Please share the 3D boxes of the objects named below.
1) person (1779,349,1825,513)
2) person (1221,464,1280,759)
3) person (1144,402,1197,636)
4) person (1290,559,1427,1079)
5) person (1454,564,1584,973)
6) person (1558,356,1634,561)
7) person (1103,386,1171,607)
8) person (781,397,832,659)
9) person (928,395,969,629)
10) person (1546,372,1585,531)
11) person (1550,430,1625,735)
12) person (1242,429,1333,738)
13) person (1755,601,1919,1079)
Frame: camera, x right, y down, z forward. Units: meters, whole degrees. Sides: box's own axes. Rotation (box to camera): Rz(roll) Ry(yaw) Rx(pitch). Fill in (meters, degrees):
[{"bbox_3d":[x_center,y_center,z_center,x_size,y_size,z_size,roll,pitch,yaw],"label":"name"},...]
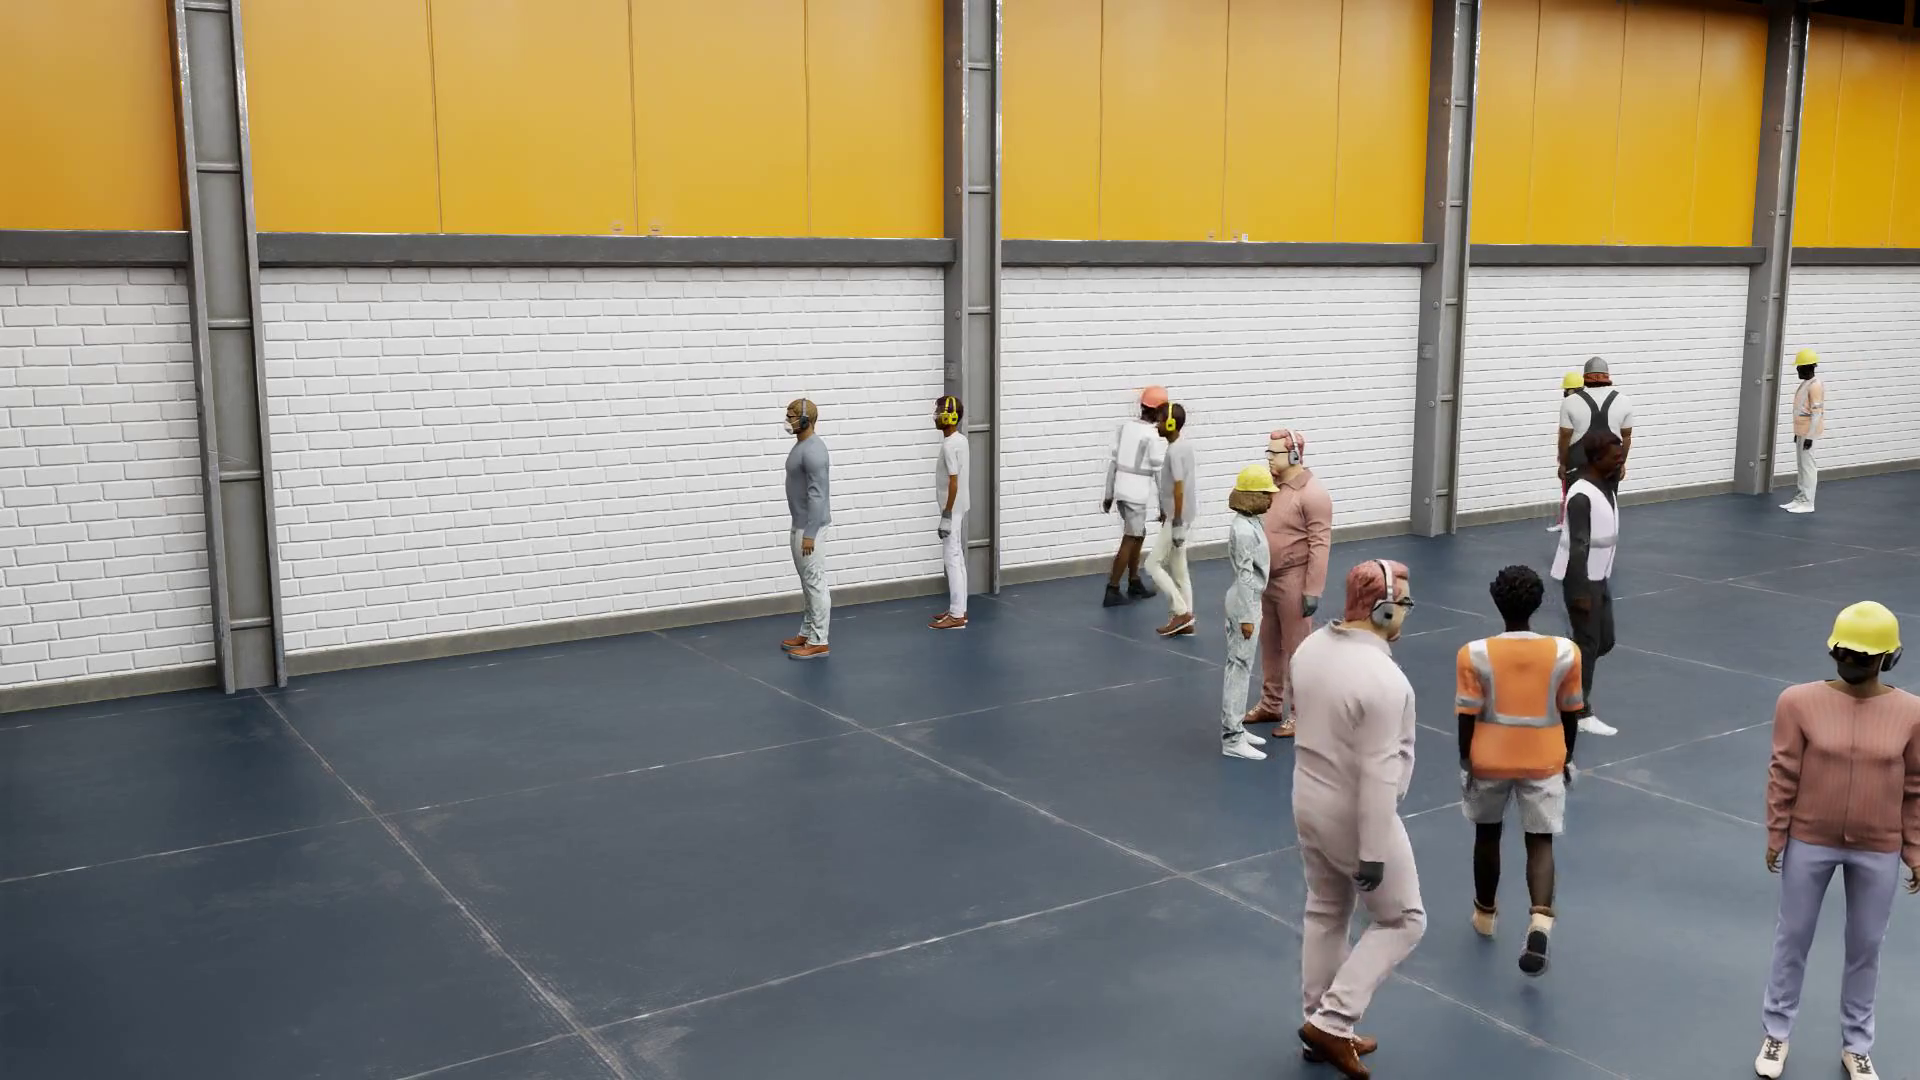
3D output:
[{"bbox_3d":[9.923,-1.273,19.540,0.383,1.920,0.585,3,10,15],"label":"person"},{"bbox_3d":[1.725,0.416,9.894,0.309,1.743,0.494,2,10,11],"label":"person"},{"bbox_3d":[1.666,-0.152,12.992,0.432,1.847,0.522,3,10,18],"label":"person"},{"bbox_3d":[1.424,0.997,5.964,0.420,1.886,0.638,-4,10,-21],"label":"person"},{"bbox_3d":[2.323,0.941,6.934,0.535,1.674,0.707,2,10,11],"label":"person"},{"bbox_3d":[6.161,-0.785,16.234,0.678,2.000,0.537,1,10,9],"label":"person"},{"bbox_3d":[1.538,-0.372,14.223,0.761,1.880,0.548,-6,11,-33],"label":"person"},{"bbox_3d":[-1.141,-0.090,12.358,0.372,1.940,0.627,-2,10,-13],"label":"person"},{"bbox_3d":[-0.089,-0.223,13.345,0.318,1.876,0.531,1,10,8],"label":"person"},{"bbox_3d":[6.593,-0.922,17.908,0.337,1.761,0.526,-2,10,-13],"label":"person"},{"bbox_3d":[3.857,0.254,10.375,0.527,1.908,0.587,7,12,35],"label":"person"},{"bbox_3d":[1.997,0.263,10.328,0.408,1.906,0.654,-5,10,-26],"label":"person"},{"bbox_3d":[3.125,1.075,5.867,0.526,1.765,0.329,4,10,22],"label":"person"}]
